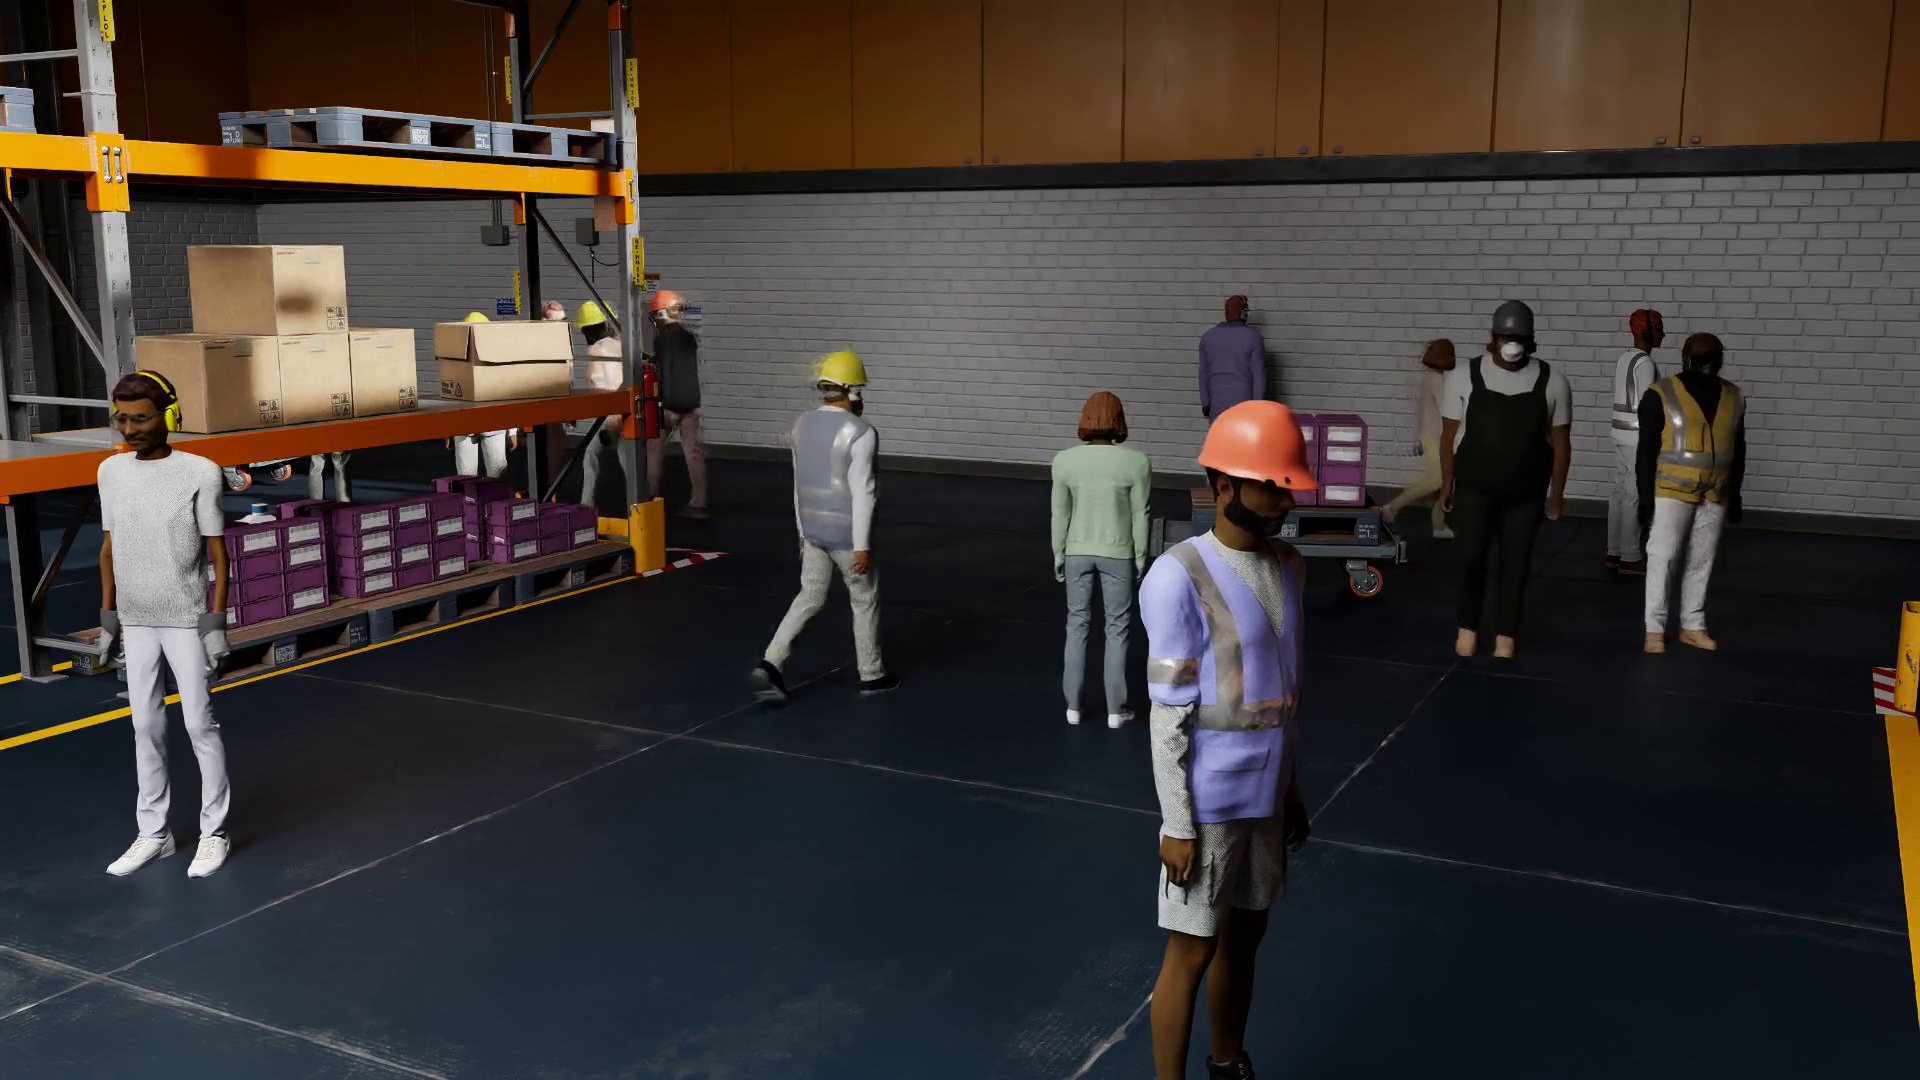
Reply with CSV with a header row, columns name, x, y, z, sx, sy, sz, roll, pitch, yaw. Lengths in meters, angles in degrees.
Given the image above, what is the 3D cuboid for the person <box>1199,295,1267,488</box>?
name,x,y,z,sx,sy,sz,roll,pitch,yaw
person,2.470,-1.247,14.984,0.644,1.907,0.400,8,12,38

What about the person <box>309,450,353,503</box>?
name,x,y,z,sx,sy,sz,roll,pitch,yaw
person,-5.157,-1.024,13.631,0.593,1.926,0.366,3,10,15

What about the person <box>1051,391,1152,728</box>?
name,x,y,z,sx,sy,sz,roll,pitch,yaw
person,0.677,0.095,8.051,0.491,1.624,0.310,4,10,19

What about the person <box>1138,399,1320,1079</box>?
name,x,y,z,sx,sy,sz,roll,pitch,yaw
person,0.684,0.620,4.096,0.361,1.935,0.544,10,14,44

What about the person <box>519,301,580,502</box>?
name,x,y,z,sx,sy,sz,roll,pitch,yaw
person,-3.432,-1.056,13.954,0.498,1.872,0.761,2,10,12

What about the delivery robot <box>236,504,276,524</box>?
name,x,y,z,sx,sy,sz,roll,pitch,yaw
delivery robot,-4.799,-0.007,11.442,0.707,0.478,0.477,-6,12,-32

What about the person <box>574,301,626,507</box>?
name,x,y,z,sx,sy,sz,roll,pitch,yaw
person,-2.931,-0.994,13.570,0.859,1.879,0.635,4,11,23

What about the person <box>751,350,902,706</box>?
name,x,y,z,sx,sy,sz,roll,pitch,yaw
person,-0.683,-0.050,8.387,0.604,1.805,0.843,9,13,42

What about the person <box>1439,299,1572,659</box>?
name,x,y,z,sx,sy,sz,roll,pitch,yaw
person,3.043,-0.331,9.292,0.704,2.000,0.562,2,10,13

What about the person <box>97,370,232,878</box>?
name,x,y,z,sx,sy,sz,roll,pitch,yaw
person,-2.920,0.312,6.083,0.507,1.865,0.329,1,10,6

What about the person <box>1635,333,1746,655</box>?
name,x,y,z,sx,sy,sz,roll,pitch,yaw
person,4.172,-0.258,9.499,0.652,1.836,0.434,-1,10,-8

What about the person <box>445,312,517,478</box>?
name,x,y,z,sx,sy,sz,roll,pitch,yaw
person,-3.766,-0.872,13.056,0.588,1.823,0.403,-1,10,-5

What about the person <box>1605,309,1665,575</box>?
name,x,y,z,sx,sy,sz,roll,pitch,yaw
person,4.836,-0.695,11.861,0.355,1.882,0.576,1,10,3

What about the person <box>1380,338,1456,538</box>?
name,x,y,z,sx,sy,sz,roll,pitch,yaw
person,3.695,-0.791,13.177,0.631,1.610,0.503,1,10,3

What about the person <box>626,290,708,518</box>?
name,x,y,z,sx,sy,sz,roll,pitch,yaw
person,-2.538,-1.167,14.375,0.887,1.950,0.623,5,11,27
